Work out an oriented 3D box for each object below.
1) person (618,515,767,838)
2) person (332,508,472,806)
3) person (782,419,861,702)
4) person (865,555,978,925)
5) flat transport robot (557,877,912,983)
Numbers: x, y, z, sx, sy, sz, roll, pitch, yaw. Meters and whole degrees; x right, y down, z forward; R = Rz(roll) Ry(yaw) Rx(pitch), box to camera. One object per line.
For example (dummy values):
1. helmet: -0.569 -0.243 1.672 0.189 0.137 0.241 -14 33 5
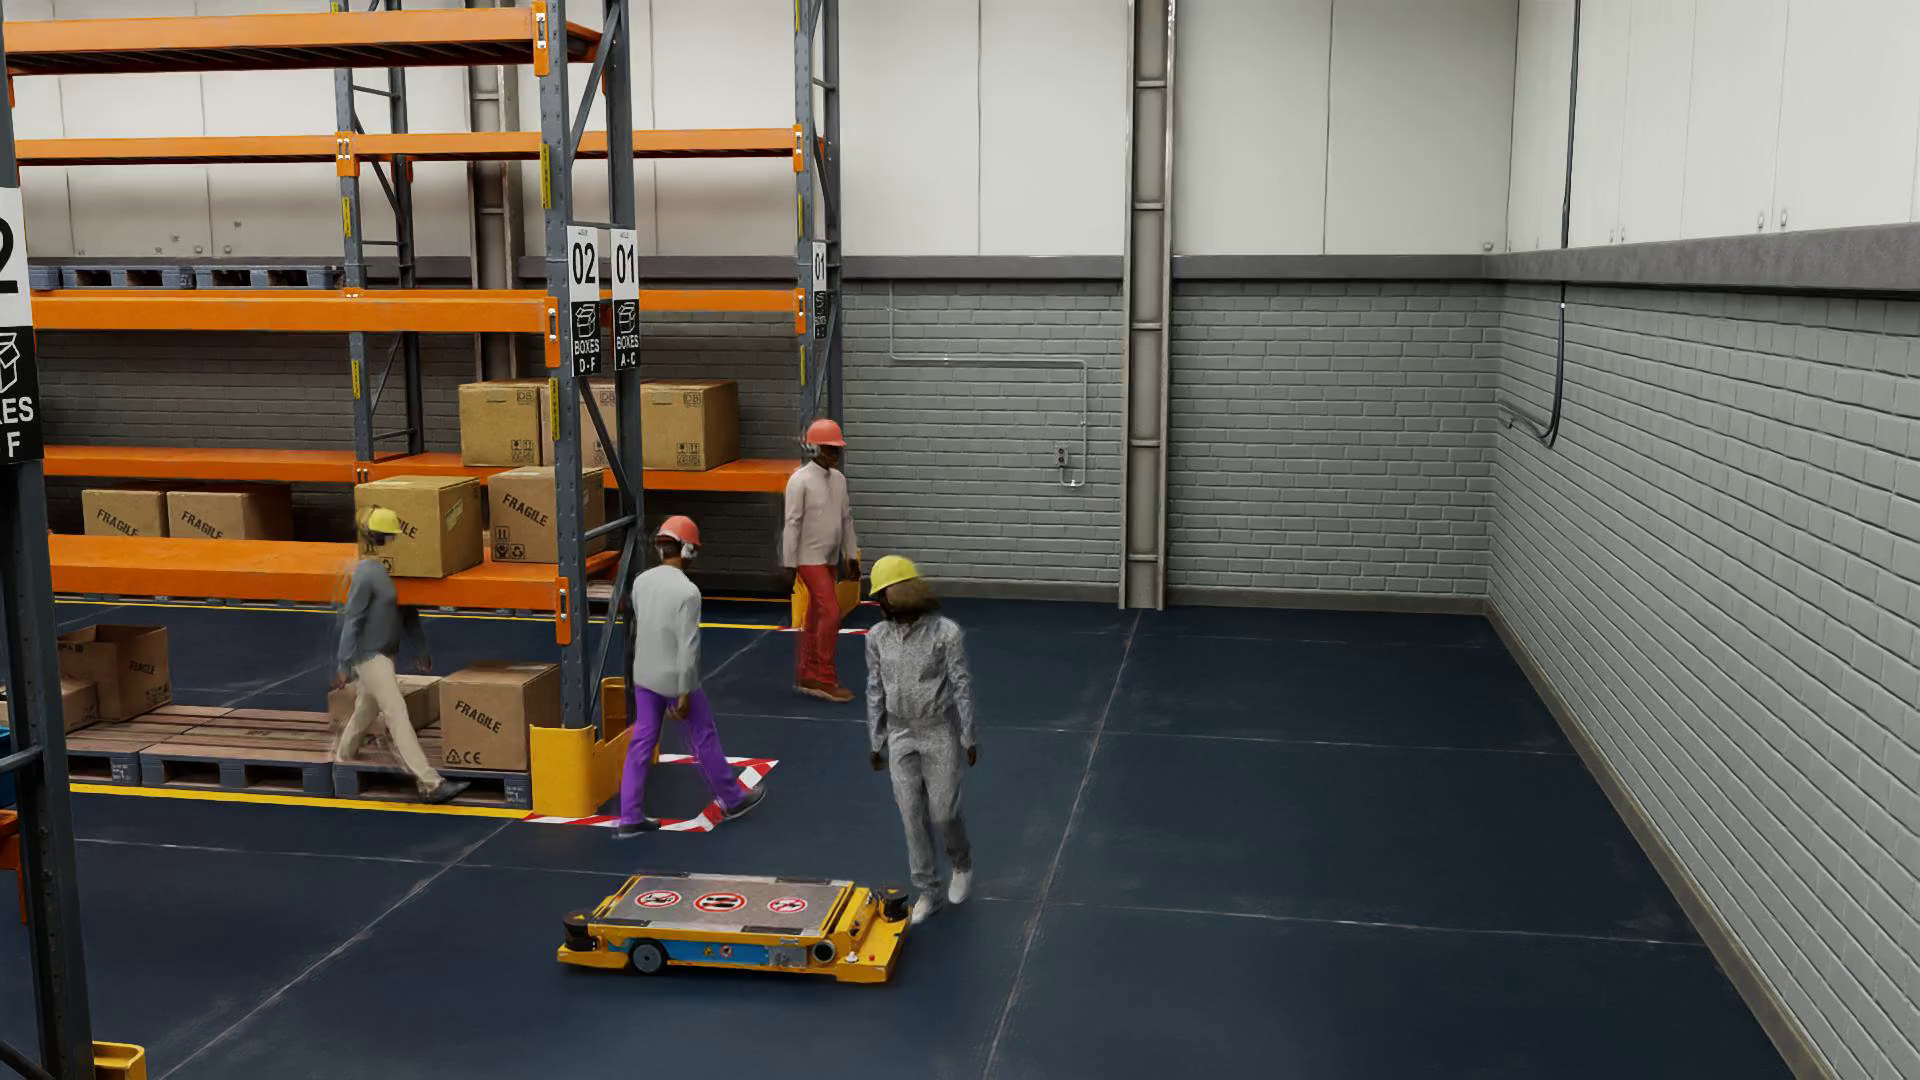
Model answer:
1. person: -1.499 0.714 8.916 0.554 1.692 0.859 8 12 40
2. person: -3.173 0.647 9.270 0.975 1.715 0.532 1 9 5
3. person: -0.885 0.145 11.579 0.706 1.970 0.654 5 10 28
4. person: -0.173 0.909 7.700 0.547 1.715 0.435 3 10 20
5. flat transport robot: -0.968 1.684 7.312 1.431 0.197 0.652 1 9 8
